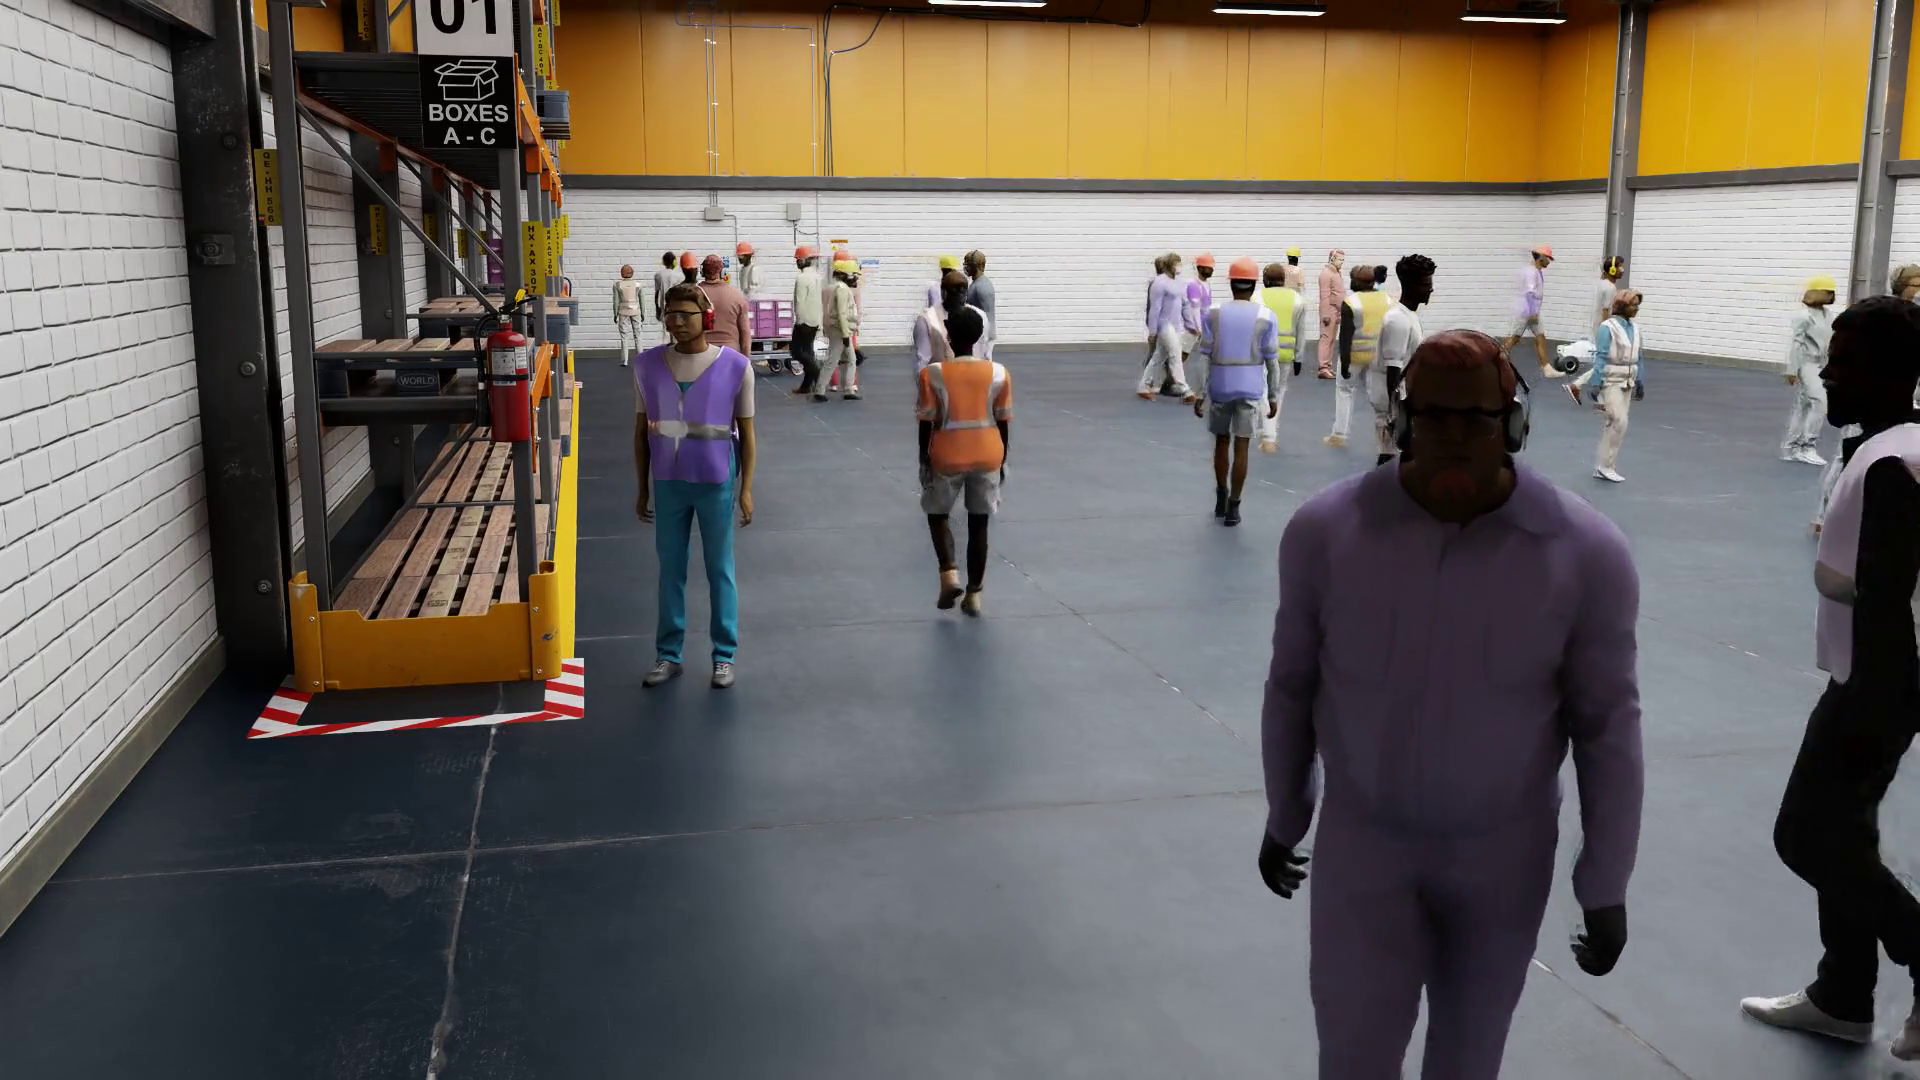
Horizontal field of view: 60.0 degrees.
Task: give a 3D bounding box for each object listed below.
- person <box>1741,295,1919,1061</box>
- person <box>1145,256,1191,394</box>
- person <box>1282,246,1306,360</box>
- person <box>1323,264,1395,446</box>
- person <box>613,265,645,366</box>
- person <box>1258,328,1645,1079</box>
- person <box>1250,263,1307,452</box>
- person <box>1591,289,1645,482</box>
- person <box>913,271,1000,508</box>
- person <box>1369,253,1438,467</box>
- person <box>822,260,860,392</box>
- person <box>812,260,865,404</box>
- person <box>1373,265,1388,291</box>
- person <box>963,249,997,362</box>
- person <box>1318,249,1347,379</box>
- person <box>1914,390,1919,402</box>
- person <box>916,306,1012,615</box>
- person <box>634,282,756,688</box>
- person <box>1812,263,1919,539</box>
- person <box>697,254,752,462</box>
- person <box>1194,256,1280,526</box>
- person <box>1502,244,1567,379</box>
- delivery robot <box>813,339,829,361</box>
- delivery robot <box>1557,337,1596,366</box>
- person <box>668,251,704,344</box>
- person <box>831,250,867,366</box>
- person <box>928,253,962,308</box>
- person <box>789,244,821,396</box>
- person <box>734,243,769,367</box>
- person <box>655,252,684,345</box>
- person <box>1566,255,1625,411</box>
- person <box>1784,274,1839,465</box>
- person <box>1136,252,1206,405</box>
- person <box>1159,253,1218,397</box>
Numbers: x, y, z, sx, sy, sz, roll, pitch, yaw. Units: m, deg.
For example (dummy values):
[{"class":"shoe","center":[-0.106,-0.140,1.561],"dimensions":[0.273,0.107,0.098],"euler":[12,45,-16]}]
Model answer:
[{"class":"person","center":[2.271,0.360,4.090],"dimensions":[0.476,1.902,0.611],"euler":[6,12,29]},{"class":"person","center":[2.772,-2.837,22.039],"dimensions":[0.777,1.818,0.527],"euler":[0,10,1]},{"class":"person","center":[5.639,-4.030,28.349],"dimensions":[0.369,1.925,0.594],"euler":[-10,14,-43]},{"class":"person","center":[3.949,-1.778,16.222],"dimensions":[0.628,1.806,0.837],"euler":[-4,11,-20]},{"class":"person","center":[-5.348,-3.622,26.889],"dimensions":[0.514,1.640,0.310],"euler":[-4,11,-19]},{"class":"person","center":[0.852,0.575,2.971],"dimensions":[0.679,1.868,0.903],"euler":[3,11,17]},{"class":"person","center":[2.997,-1.787,16.269],"dimensions":[0.642,1.802,0.927],"euler":[-2,10,-11]},{"class":"person","center":[5.555,-1.281,13.948],"dimensions":[0.551,1.619,0.472],"euler":[-7,12,-33]},{"class":"person","center":[-0.017,-1.096,12.456],"dimensions":[0.648,1.792,0.952],"euler":[-4,11,-21]},{"class":"person","center":[2.908,-0.904,10.980],"dimensions":[0.393,1.953,0.620],"euler":[4,11,19]},{"class":"person","center":[-1.603,-2.880,22.428],"dimensions":[0.522,1.768,0.314],"euler":[-2,10,-9]},{"class":"person","center":[-1.554,-2.609,20.879],"dimensions":[0.664,1.791,0.618],"euler":[0,10,0]},{"class":"person","center":[6.442,-3.461,25.957],"dimensions":[0.826,1.648,0.565],"euler":[0,10,-2]},{"class":"person","center":[0.196,-2.050,17.358],"dimensions":[0.379,1.937,0.629],"euler":[-1,10,-5]},{"class":"person","center":[5.493,-3.323,24.551],"dimensions":[0.418,1.913,0.654],"euler":[5,11,27]},{"class":"person","center":[9.847,-1.831,17.026],"dimensions":[0.546,1.613,0.509],"euler":[5,11,25]},{"class":"person","center":[0.028,-0.418,8.990],"dimensions":[0.540,1.682,0.388],"euler":[-2,10,-11]},{"class":"person","center":[-1.203,-0.245,7.601],"dimensions":[0.565,1.847,0.396],"euler":[2,10,8]},{"class":"person","center":[6.127,-0.856,10.897],"dimensions":[0.658,1.883,1.026],"euler":[-5,11,-27]},{"class":"person","center":[-2.225,-1.640,15.163],"dimensions":[0.651,1.907,0.409],"euler":[-1,10,-8]},{"class":"person","center":[2.026,-1.087,12.064],"dimensions":[0.584,1.912,0.763],"euler":[3,11,17]},{"class":"person","center":[8.367,-3.339,24.422],"dimensions":[1.044,1.971,0.722],"euler":[8,13,37]},{"class":"delivery robot","center":[-2.313,-2.944,25.878],"dimensions":[0.707,0.478,0.477],"euler":[-5,11,-27]},{"class":"delivery robot","center":[9.550,-2.876,25.498],"dimensions":[0.707,0.478,0.477],"euler":[1,10,6]},{"class":"person","center":[-3.023,-2.300,18.788],"dimensions":[0.561,1.918,0.505],"euler":[-5,11,-25]},{"class":"person","center":[-1.791,-3.752,26.950],"dimensions":[0.730,1.891,0.605],"euler":[5,11,26]},{"class":"person","center":[-0.111,-2.369,19.292],"dimensions":[0.997,1.873,0.591],"euler":[8,13,38]},{"class":"person","center":[-1.971,-2.857,21.692],"dimensions":[0.505,1.979,0.619],"euler":[4,11,22]},{"class":"person","center":[-3.421,-3.739,26.569],"dimensions":[1.021,1.981,0.595],"euler":[-8,13,-37]},{"class":"person","center":[-4.564,-3.644,26.458],"dimensions":[0.554,1.834,0.859],"euler":[1,10,7]},{"class":"person","center":[7.627,-2.452,19.818],"dimensions":[0.556,1.854,0.518],"euler":[3,11,17]},{"class":"person","center":[7.840,-1.548,15.151],"dimensions":[0.497,1.723,0.598],"euler":[-8,13,-38]},{"class":"person","center":[2.613,-2.622,20.689],"dimensions":[1.009,1.890,0.633],"euler":[6,12,31]},{"class":"person","center":[3.041,-2.768,21.519],"dimensions":[1.011,1.882,0.569],"euler":[7,12,34]}]
